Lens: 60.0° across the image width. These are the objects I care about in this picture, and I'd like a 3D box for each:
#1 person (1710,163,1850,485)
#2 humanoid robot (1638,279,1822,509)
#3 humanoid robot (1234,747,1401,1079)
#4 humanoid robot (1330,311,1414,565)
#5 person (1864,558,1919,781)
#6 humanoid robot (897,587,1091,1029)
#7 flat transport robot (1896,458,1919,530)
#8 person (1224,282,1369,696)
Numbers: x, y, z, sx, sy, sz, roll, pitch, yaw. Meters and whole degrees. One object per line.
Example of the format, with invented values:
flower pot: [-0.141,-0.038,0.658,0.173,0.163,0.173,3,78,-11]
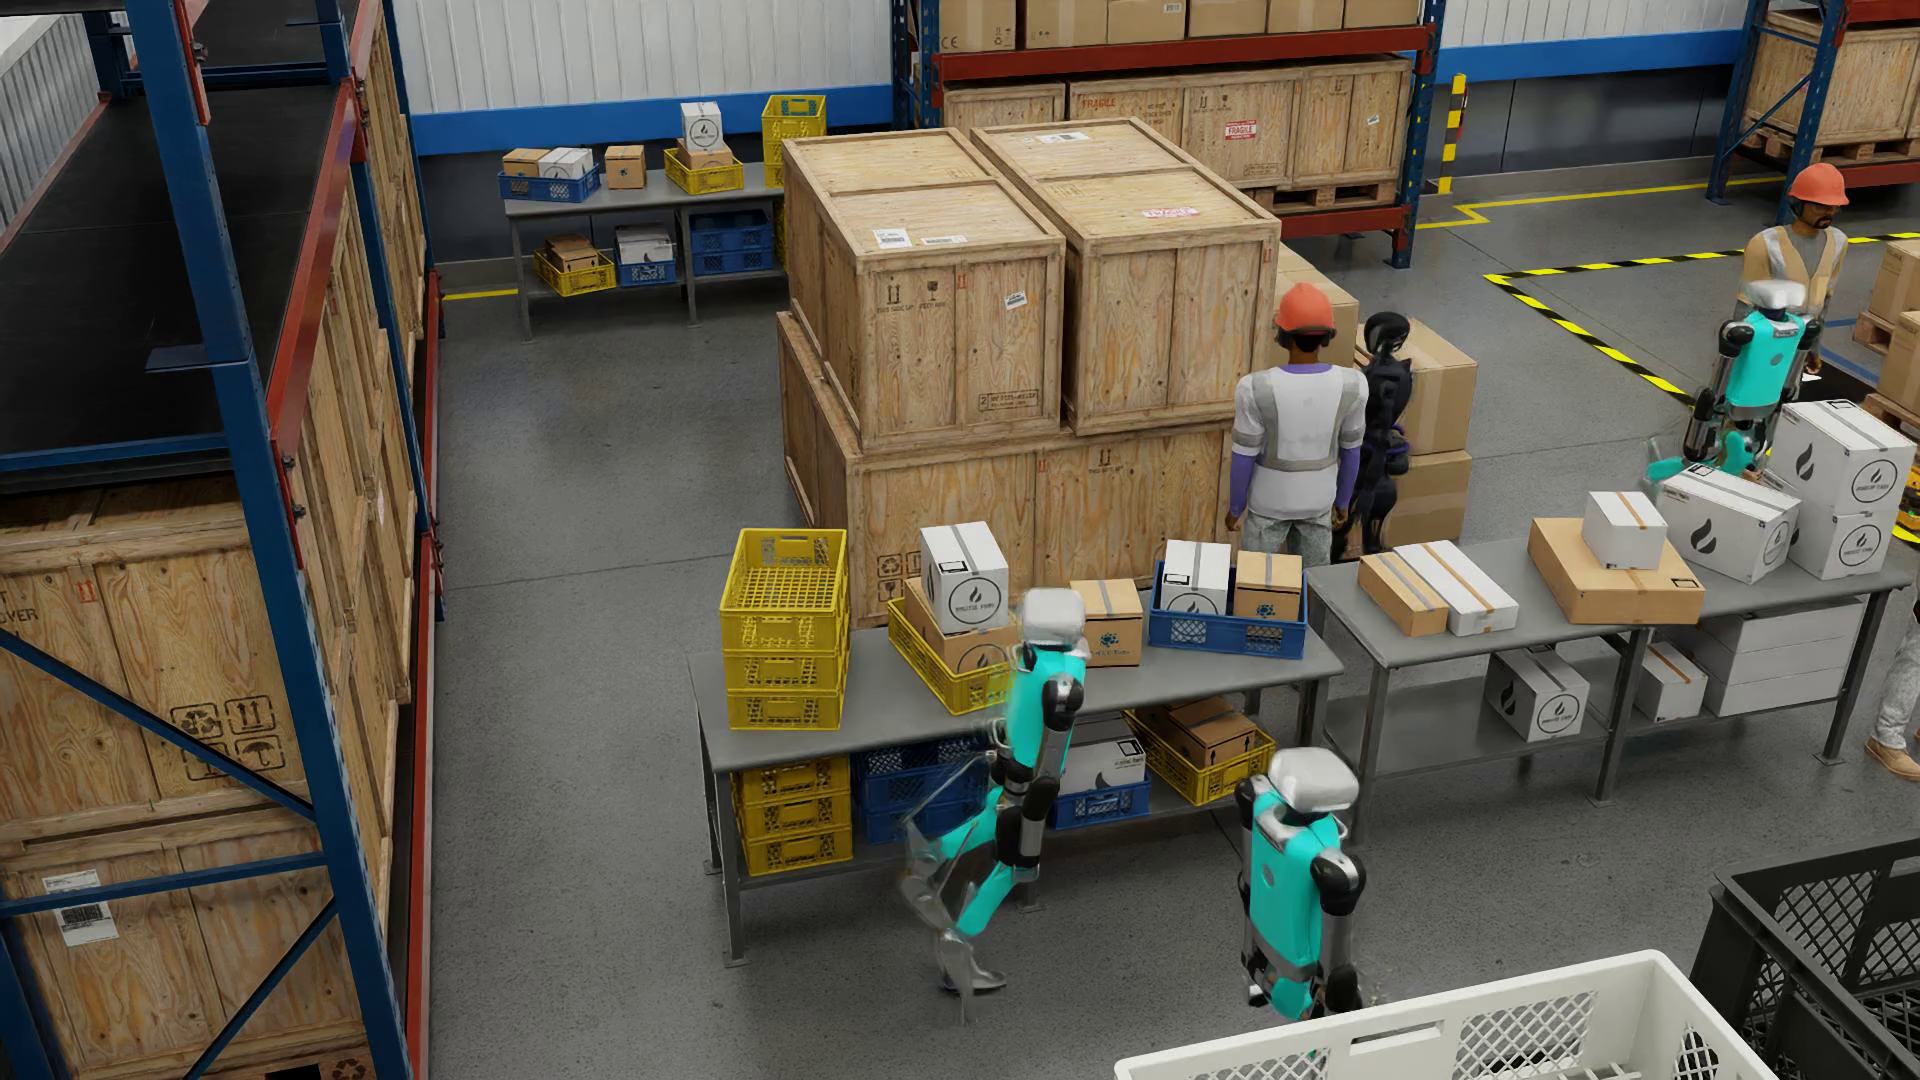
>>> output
person: [4.546,-1.080,9.237,0.606,2.048,0.367,-8,30,-14]
humanoid robot: [3.873,-0.514,8.646,0.542,1.901,0.724,-8,30,-15]
humanoid robot: [1.280,1.350,5.178,0.913,1.794,0.546,-12,31,-20]
humanoid robot: [2.082,-0.366,8.359,0.570,1.641,0.589,3,29,5]
person: [4.357,0.194,7.147,0.622,1.837,0.429,-10,30,-18]
humanoid robot: [0.049,1.019,5.855,0.764,1.876,0.544,-3,29,-5]
flat transport robot: [5.969,-0.375,9.769,1.431,0.197,0.652,-7,30,-13]
person: [1.510,-0.200,7.642,0.607,2.045,0.365,-3,29,-5]
